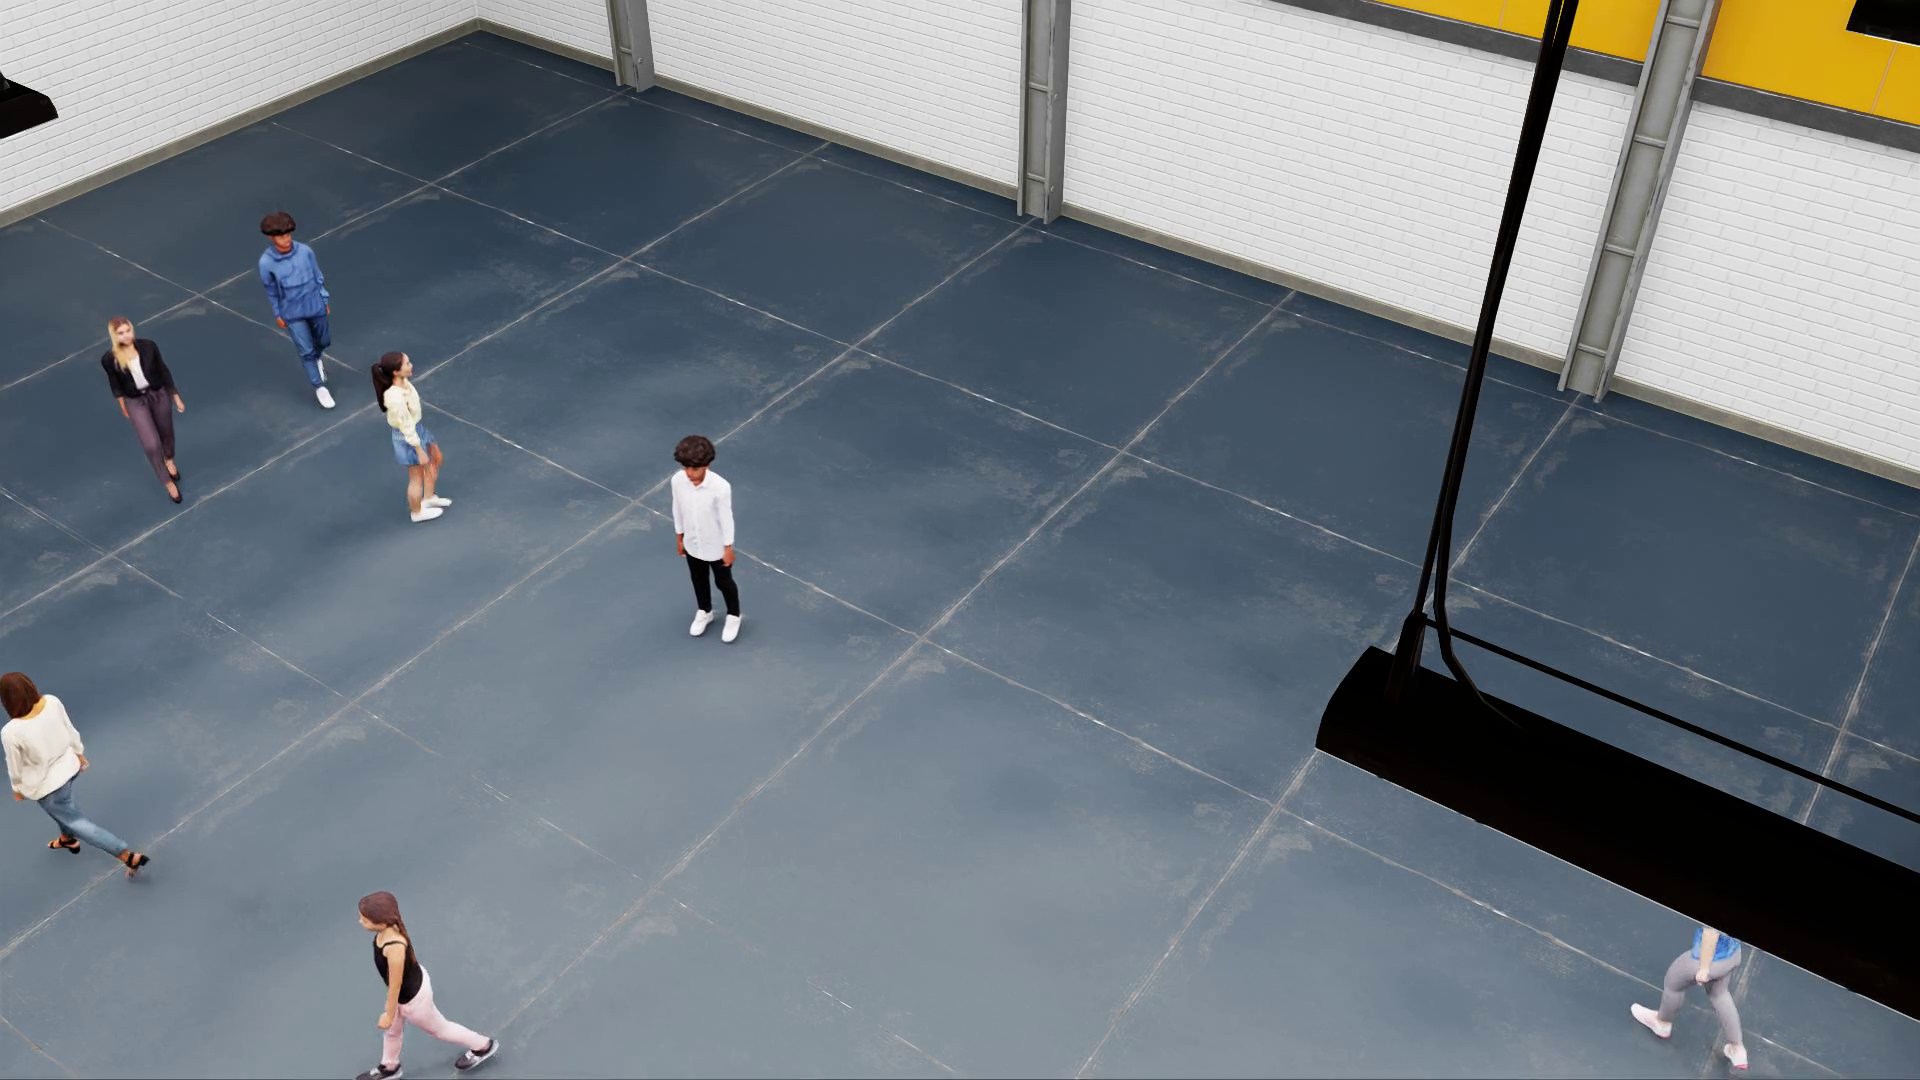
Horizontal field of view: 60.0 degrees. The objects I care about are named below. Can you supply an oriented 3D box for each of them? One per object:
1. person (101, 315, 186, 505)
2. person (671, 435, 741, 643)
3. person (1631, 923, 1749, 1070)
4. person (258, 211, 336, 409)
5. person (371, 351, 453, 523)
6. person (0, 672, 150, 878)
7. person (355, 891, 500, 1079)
[{"bbox_3d":[-6.749,-1.156,13.784,0.722,1.652,0.885,-28,46,-30],"label":"person"},{"bbox_3d":[-1.863,-0.021,12.242,0.586,1.804,0.742,13,40,15],"label":"person"},{"bbox_3d":[4.313,2.390,9.407,0.749,1.575,0.984,-23,44,-27],"label":"person"},{"bbox_3d":[-5.915,-2.117,14.876,0.852,1.791,1.053,-27,46,-30],"label":"person"},{"bbox_3d":[-4.499,-0.804,13.369,0.833,1.621,0.749,-11,40,-13],"label":"person"},{"bbox_3d":[-5.622,1.515,10.443,1.150,1.648,0.866,9,39,11],"label":"person"},{"bbox_3d":[-3.005,2.511,9.293,0.921,1.528,1.030,-16,41,-19],"label":"person"}]
